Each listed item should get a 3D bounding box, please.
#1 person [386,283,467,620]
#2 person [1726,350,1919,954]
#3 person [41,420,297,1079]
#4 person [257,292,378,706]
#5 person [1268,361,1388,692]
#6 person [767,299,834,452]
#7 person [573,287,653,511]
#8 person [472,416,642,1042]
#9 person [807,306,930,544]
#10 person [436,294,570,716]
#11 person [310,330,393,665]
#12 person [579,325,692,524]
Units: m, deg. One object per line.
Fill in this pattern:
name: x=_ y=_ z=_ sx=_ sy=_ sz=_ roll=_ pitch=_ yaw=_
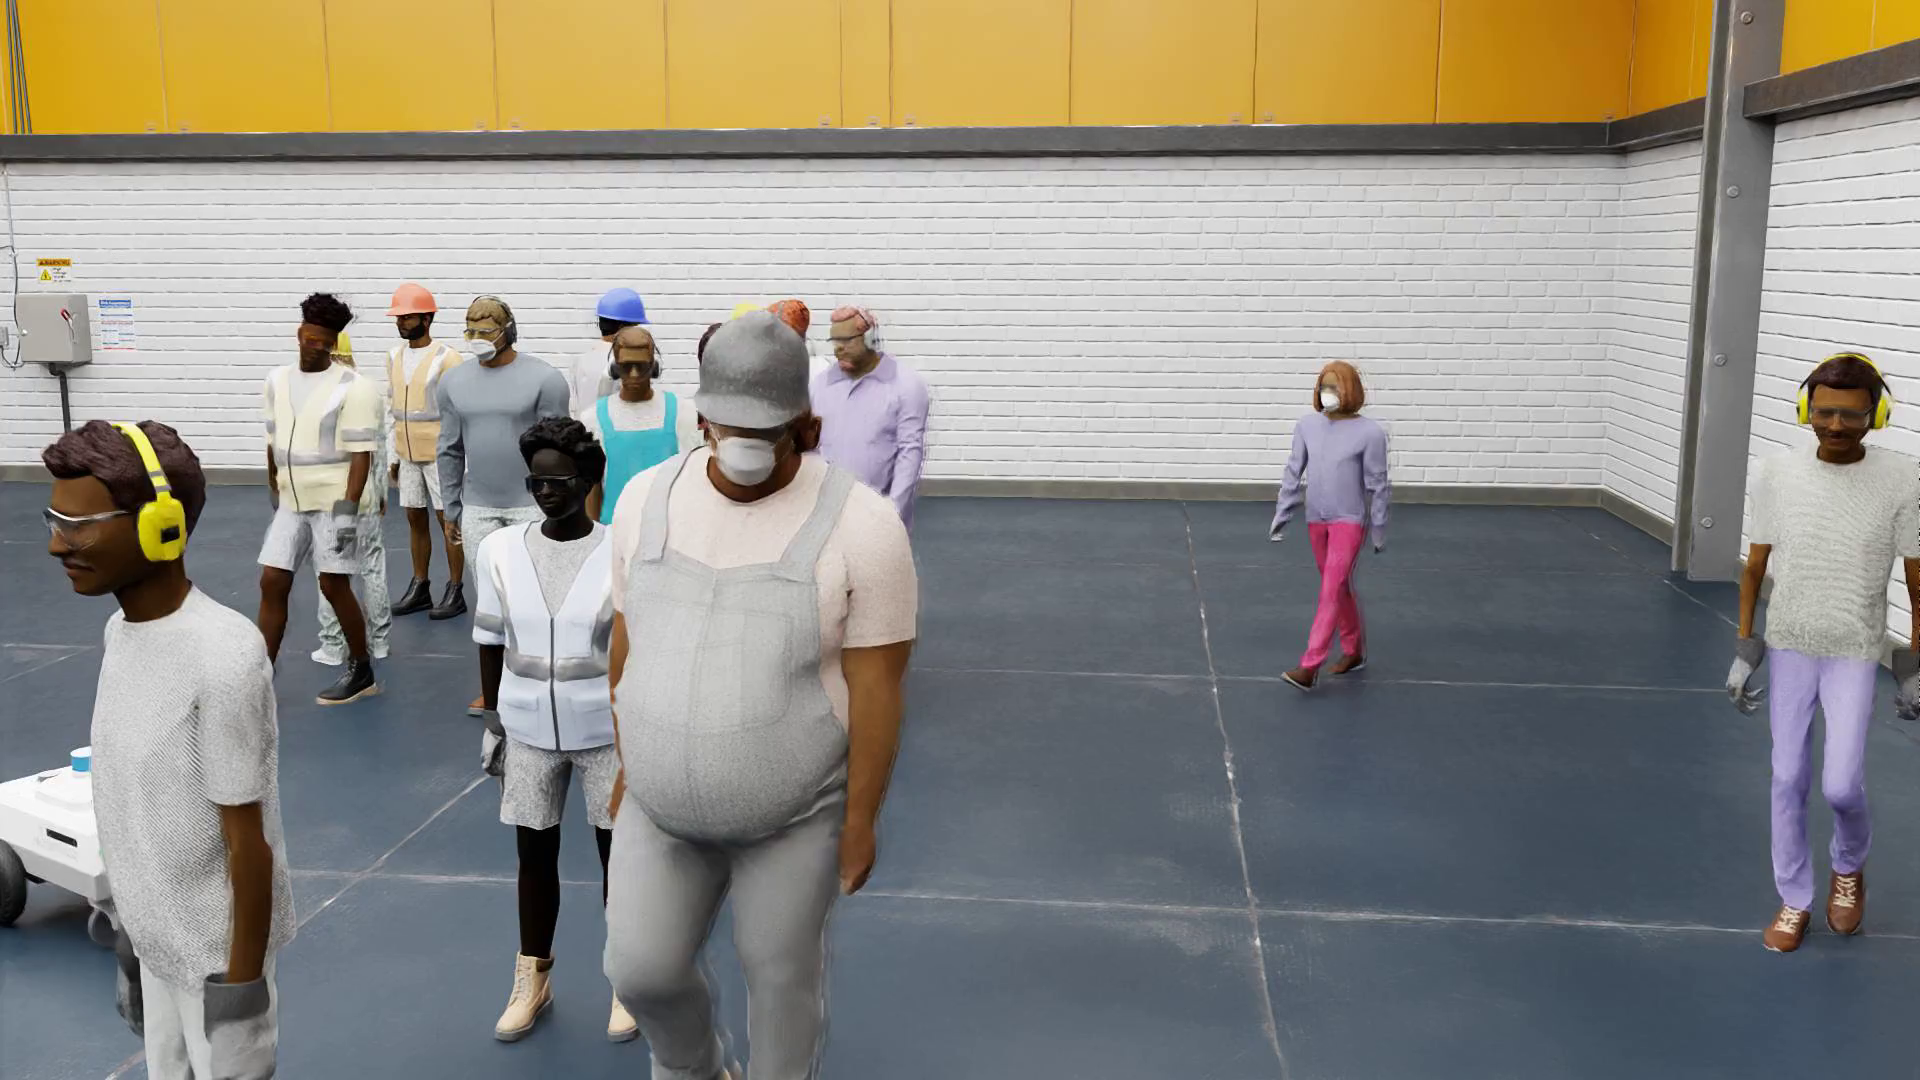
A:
person: x=-3.088 y=-0.504 z=9.588 sx=0.547 sy=1.938 sz=0.377 roll=5 pitch=11 yaw=25
person: x=2.600 y=0.352 z=4.986 sx=0.515 sy=1.843 sz=0.442 roll=8 pitch=13 yaw=39
person: x=-1.294 y=0.723 z=2.799 sx=0.511 sy=1.862 sz=0.325 roll=9 pitch=13 yaw=42
person: x=-3.017 y=-0.149 z=7.594 sx=0.651 sy=1.922 sz=0.708 roll=4 pitch=11 yaw=21
person: x=1.781 y=-0.068 z=8.097 sx=0.858 sy=1.590 sz=0.506 roll=-8 pitch=13 yaw=-40
person: x=-0.832 y=-0.288 z=8.531 sx=0.358 sy=1.880 sz=0.576 roll=6 pitch=12 yaw=31
person: x=-1.770 y=-0.356 z=8.764 sx=0.475 sy=1.932 sz=0.614 roll=-7 pitch=12 yaw=-35
person: x=-1.037 y=0.511 z=4.467 sx=0.534 sy=1.697 sz=0.322 roll=1 pitch=10 yaw=4
person: x=-0.480 y=-0.138 z=7.700 sx=0.632 sy=1.860 sz=0.908 roll=3 pitch=10 yaw=17
person: x=-2.069 y=-0.145 z=7.575 sx=0.636 sy=1.930 sz=0.372 roll=1 pitch=10 yaw=8
person: x=-3.195 y=-0.230 z=8.579 sx=0.489 sy=1.744 sz=0.295 roll=-8 pitch=12 yaw=-37
person: x=-1.344 y=-0.014 z=7.113 sx=0.529 sy=1.816 sz=0.746 roll=-2 pitch=10 yaw=-12
